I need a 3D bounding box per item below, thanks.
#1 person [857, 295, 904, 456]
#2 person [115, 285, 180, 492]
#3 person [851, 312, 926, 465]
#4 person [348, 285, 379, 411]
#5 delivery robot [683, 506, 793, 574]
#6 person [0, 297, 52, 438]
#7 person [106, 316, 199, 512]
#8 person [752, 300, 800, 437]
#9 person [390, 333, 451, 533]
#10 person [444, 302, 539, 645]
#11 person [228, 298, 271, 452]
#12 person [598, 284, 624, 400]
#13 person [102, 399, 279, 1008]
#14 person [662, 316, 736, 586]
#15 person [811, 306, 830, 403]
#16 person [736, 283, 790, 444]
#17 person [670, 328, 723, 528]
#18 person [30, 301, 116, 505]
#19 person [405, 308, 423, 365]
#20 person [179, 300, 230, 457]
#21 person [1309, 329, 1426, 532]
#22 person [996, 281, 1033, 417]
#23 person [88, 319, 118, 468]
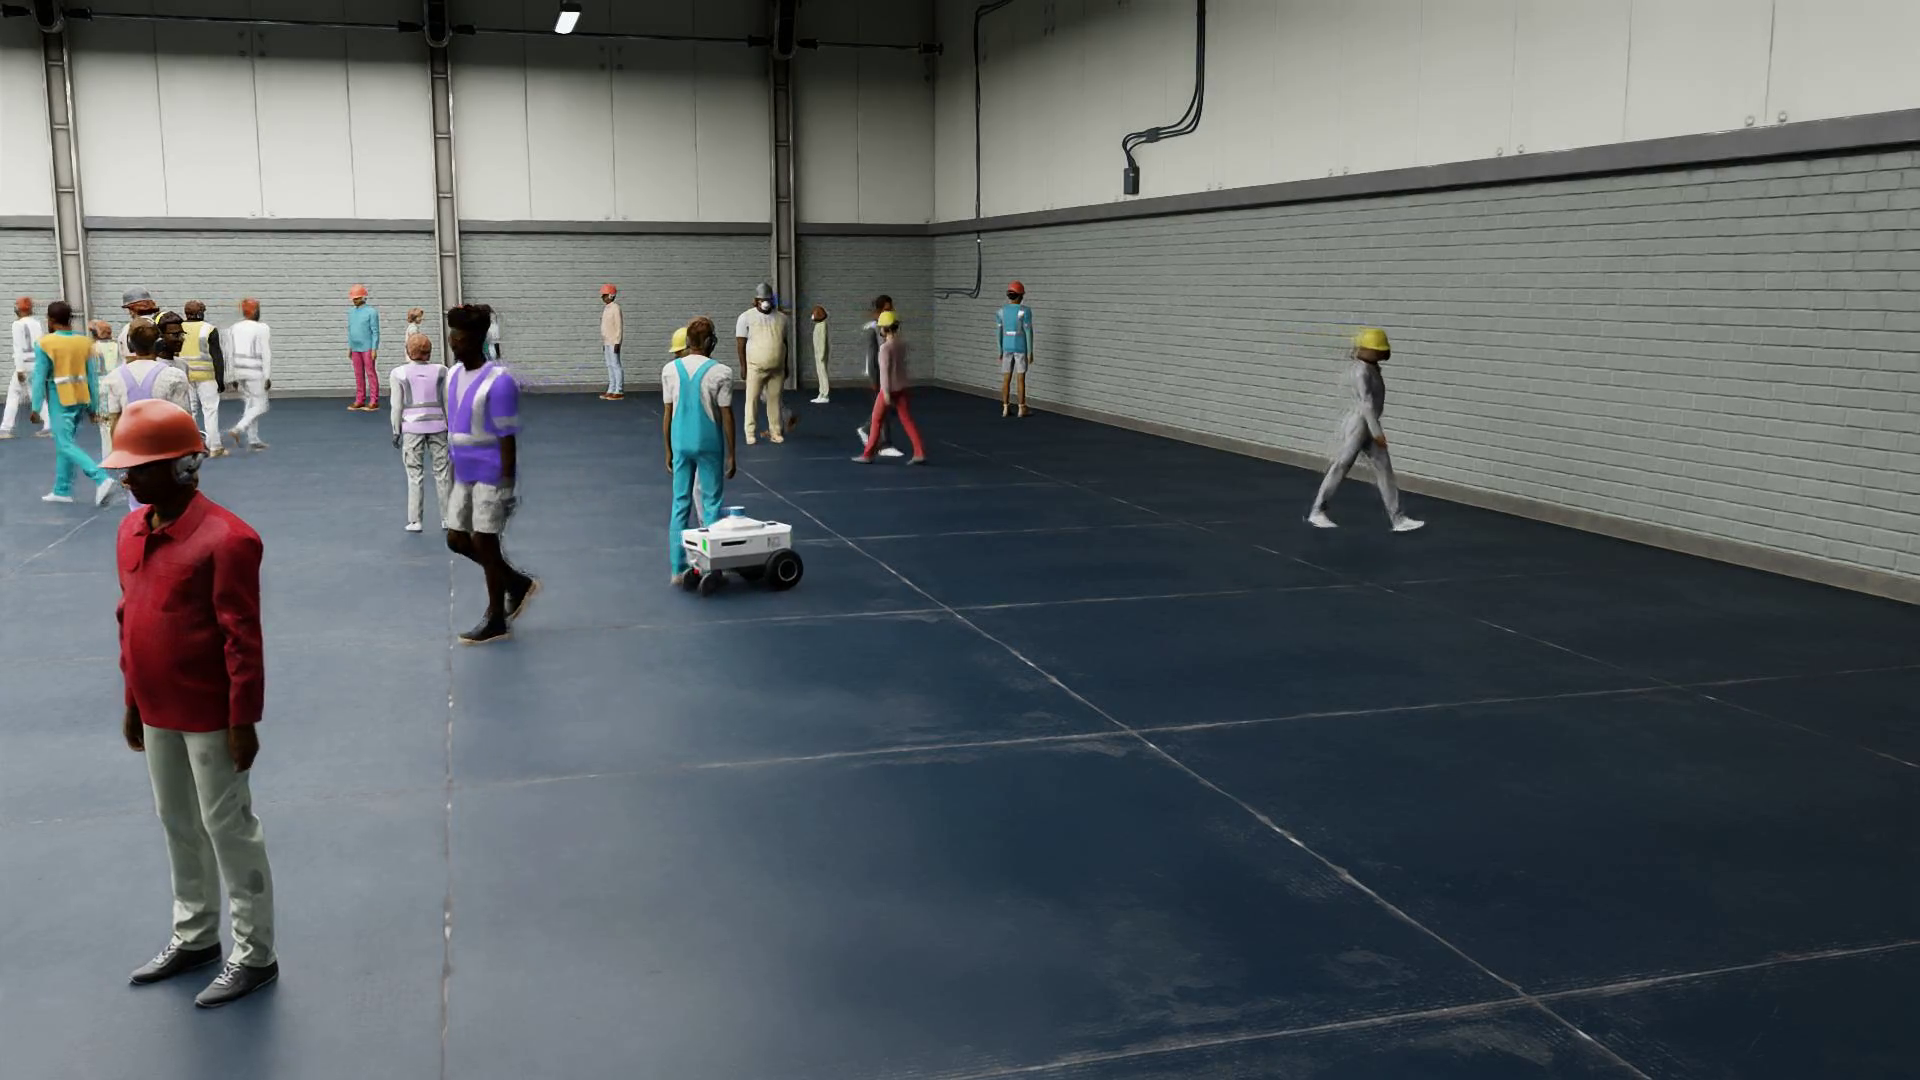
[{"bbox_3d":[-0.935,-1.939,19.631,0.579,1.901,0.619,4,10,23],"label":"person"},{"bbox_3d":[-7.974,-1.482,16.263,0.536,2.000,0.672,2,9,13],"label":"person"},{"bbox_3d":[-0.773,-1.687,18.590,0.875,1.724,0.532,5,10,31],"label":"person"},{"bbox_3d":[-9.470,-3.036,26.350,0.608,1.987,0.388,4,10,26],"label":"person"},{"bbox_3d":[-1.485,0.018,11.119,0.707,0.478,0.477,-7,11,-36],"label":"delivery robot"},{"bbox_3d":[-12.300,-2.258,21.866,0.709,1.846,0.618,0,9,3],"label":"person"},{"bbox_3d":[-5.056,-0.476,10.463,0.506,1.847,0.344,-1,9,-3],"label":"person"},{"bbox_3d":[-2.442,-2.278,21.711,0.534,1.923,0.641,-1,9,-8],"label":"person"},{"bbox_3d":[-4.411,-0.878,13.682,0.514,1.642,0.310,-5,10,-29],"label":"person"},{"bbox_3d":[-2.695,-0.383,9.537,0.628,1.947,0.512,8,12,43],"label":"person"},{"bbox_3d":[-8.544,-1.965,19.908,0.619,1.862,0.610,3,9,20],"label":"person"},{"bbox_3d":[-6.030,-3.417,28.749,0.384,1.993,0.623,-6,11,-32],"label":"person"},{"bbox_3d":[-2.238,0.465,4.793,0.573,1.743,0.352,5,10,30],"label":"person"},{"bbox_3d":[-1.753,-0.588,11.229,0.517,1.834,0.358,2,9,12],"label":"person"},{"bbox_3d":[-2.360,-3.123,28.056,0.290,1.626,0.508,-3,9,-20],"label":"person"},{"bbox_3d":[-2.448,-2.226,21.010,0.686,2.000,0.535,-5,10,-27],"label":"person"},{"bbox_3d":[-1.976,-0.759,12.712,0.508,1.707,0.709,-4,10,-25],"label":"person"},{"bbox_3d":[-8.211,-1.259,15.347,0.854,1.888,0.592,2,9,12],"label":"person"},{"bbox_3d":[-8.275,-2.695,25.286,0.312,1.636,0.518,-3,9,-20],"label":"person"},{"bbox_3d":[-8.869,-1.869,19.410,0.635,1.845,0.429,1,9,4],"label":"person"},{"bbox_3d":[3.339,-0.901,13.719,0.972,1.676,0.480,6,11,33],"label":"person"},{"bbox_3d":[0.844,-2.880,25.167,0.605,2.045,0.379,5,10,30],"label":"person"},{"bbox_3d":[-9.406,-1.607,18.334,0.311,1.638,0.521,2,9,15],"label":"person"}]
